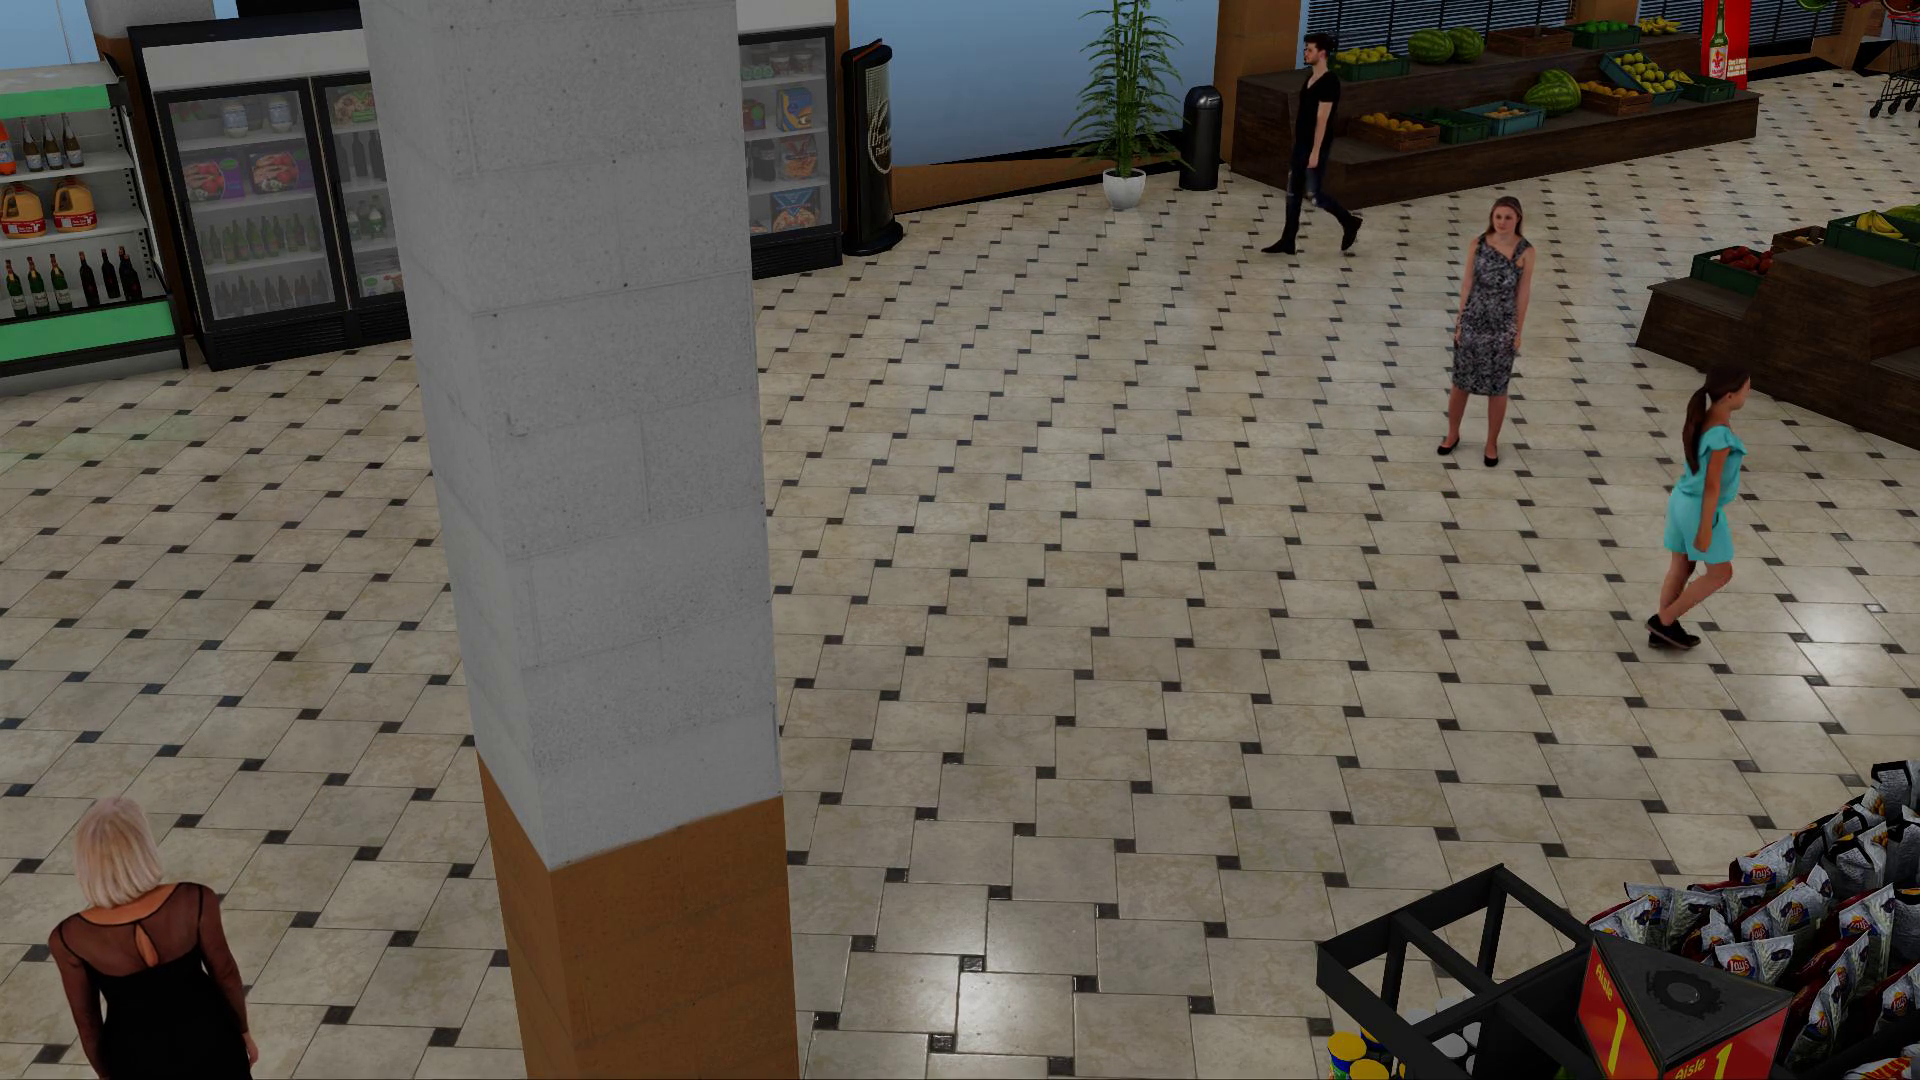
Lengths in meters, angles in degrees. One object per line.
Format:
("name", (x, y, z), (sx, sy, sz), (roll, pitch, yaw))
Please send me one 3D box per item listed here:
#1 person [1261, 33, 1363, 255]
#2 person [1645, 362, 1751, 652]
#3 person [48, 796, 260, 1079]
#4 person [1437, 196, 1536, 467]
("person", (3.082, -3.334, 14.167), (1.171, 1.878, 0.867), (-6, 27, -11))
("person", (3.592, -0.143, 8.232), (0.713, 1.554, 0.671), (1, 27, 3))
("person", (-2.261, 1.493, 4.794), (0.449, 1.747, 0.644), (-13, 30, -25))
("person", (3.311, -1.317, 10.385), (0.634, 1.700, 0.631), (17, 31, 29))
